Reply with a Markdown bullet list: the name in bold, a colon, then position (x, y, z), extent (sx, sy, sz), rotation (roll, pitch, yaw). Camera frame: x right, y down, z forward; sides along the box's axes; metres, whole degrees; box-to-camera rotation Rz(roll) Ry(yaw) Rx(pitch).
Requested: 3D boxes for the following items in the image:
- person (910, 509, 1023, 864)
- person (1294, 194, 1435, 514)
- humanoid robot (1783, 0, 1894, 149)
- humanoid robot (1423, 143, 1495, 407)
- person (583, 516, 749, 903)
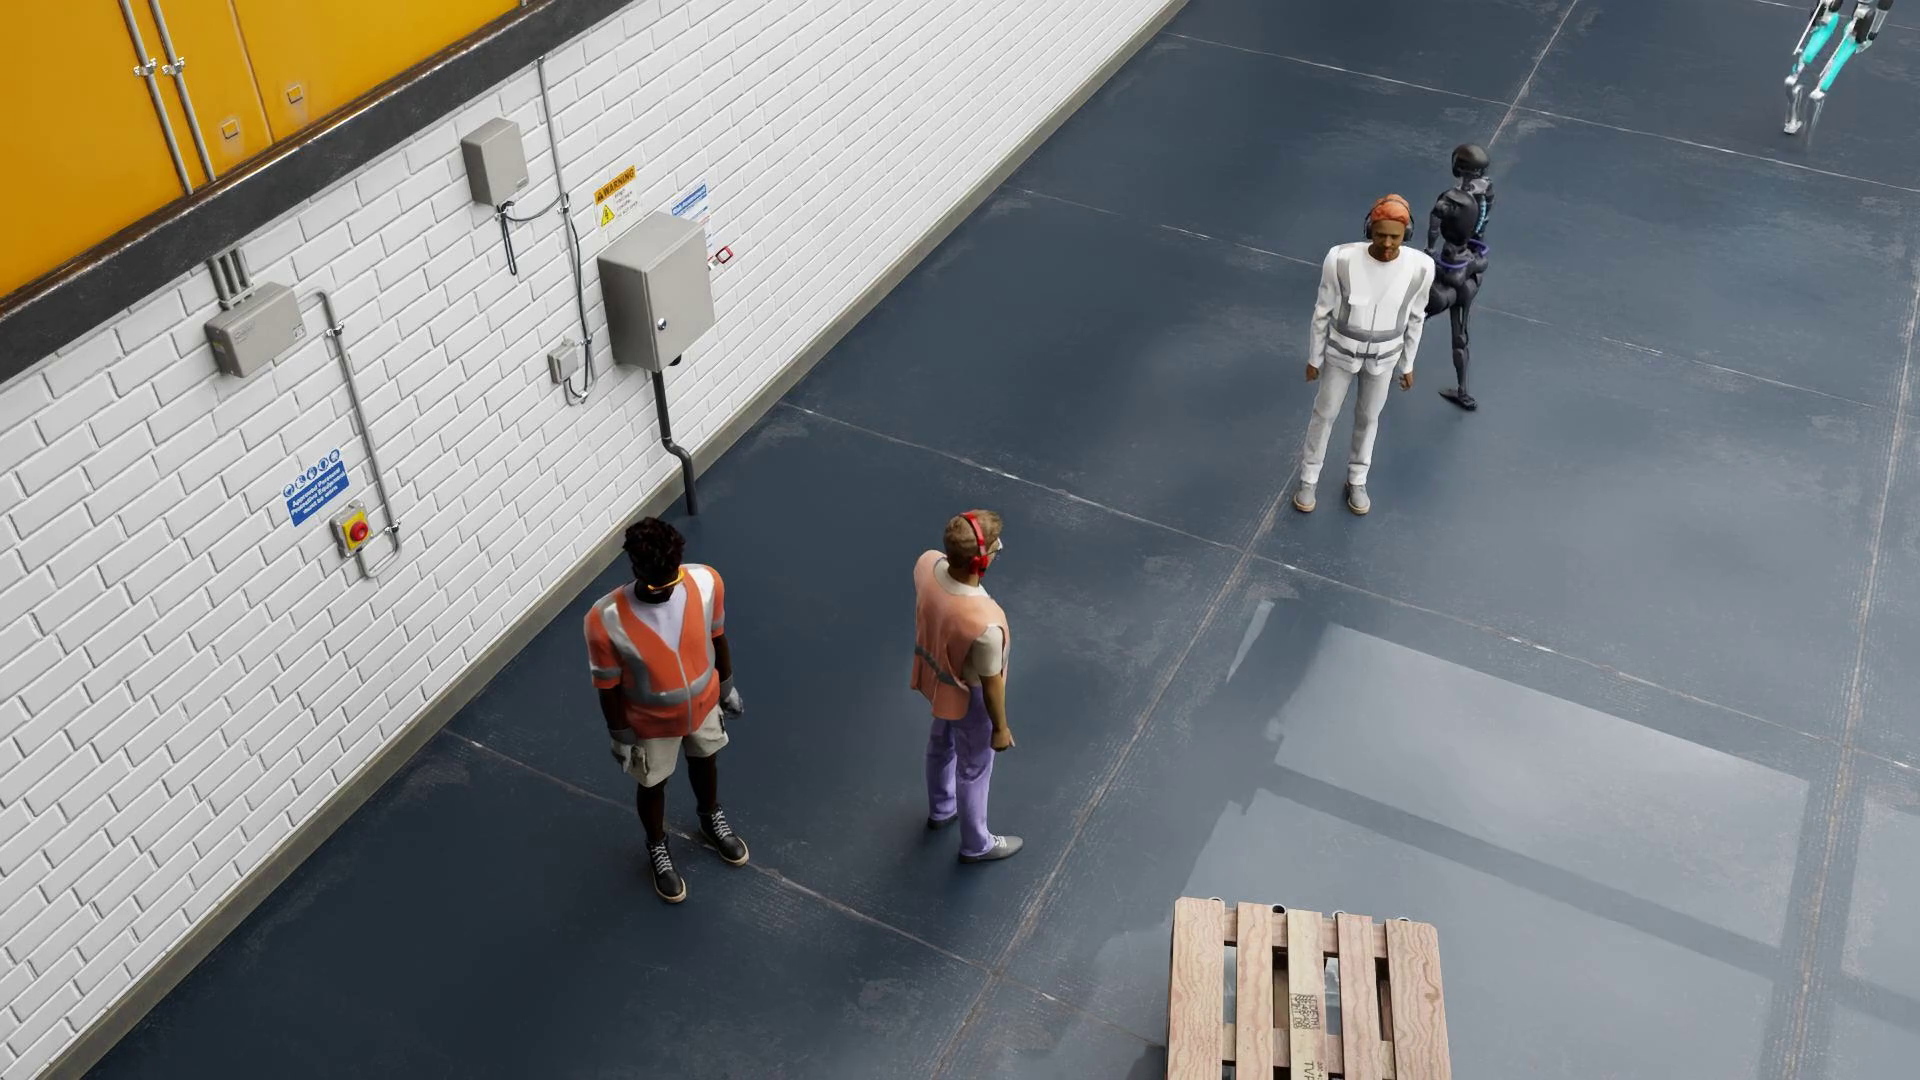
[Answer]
- **person**: position (0.010, 0.632, 6.901), extent (0.391, 1.842, 0.562), rotation (-22, 45, -24)
- **person**: position (2.099, -0.949, 8.703), extent (0.572, 1.883, 0.356), rotation (4, 41, 5)
- **humanoid robot**: position (6.285, -3.655, 12.017), extent (0.743, 1.864, 0.530), rotation (-26, 47, -27)
- **humanoid robot**: position (2.793, -1.563, 9.596), extent (0.585, 1.625, 0.758), rotation (-29, 48, -29)
- **person**: position (-1.166, 0.677, 6.761), extent (0.602, 1.959, 0.370), rotation (-26, 47, -27)
